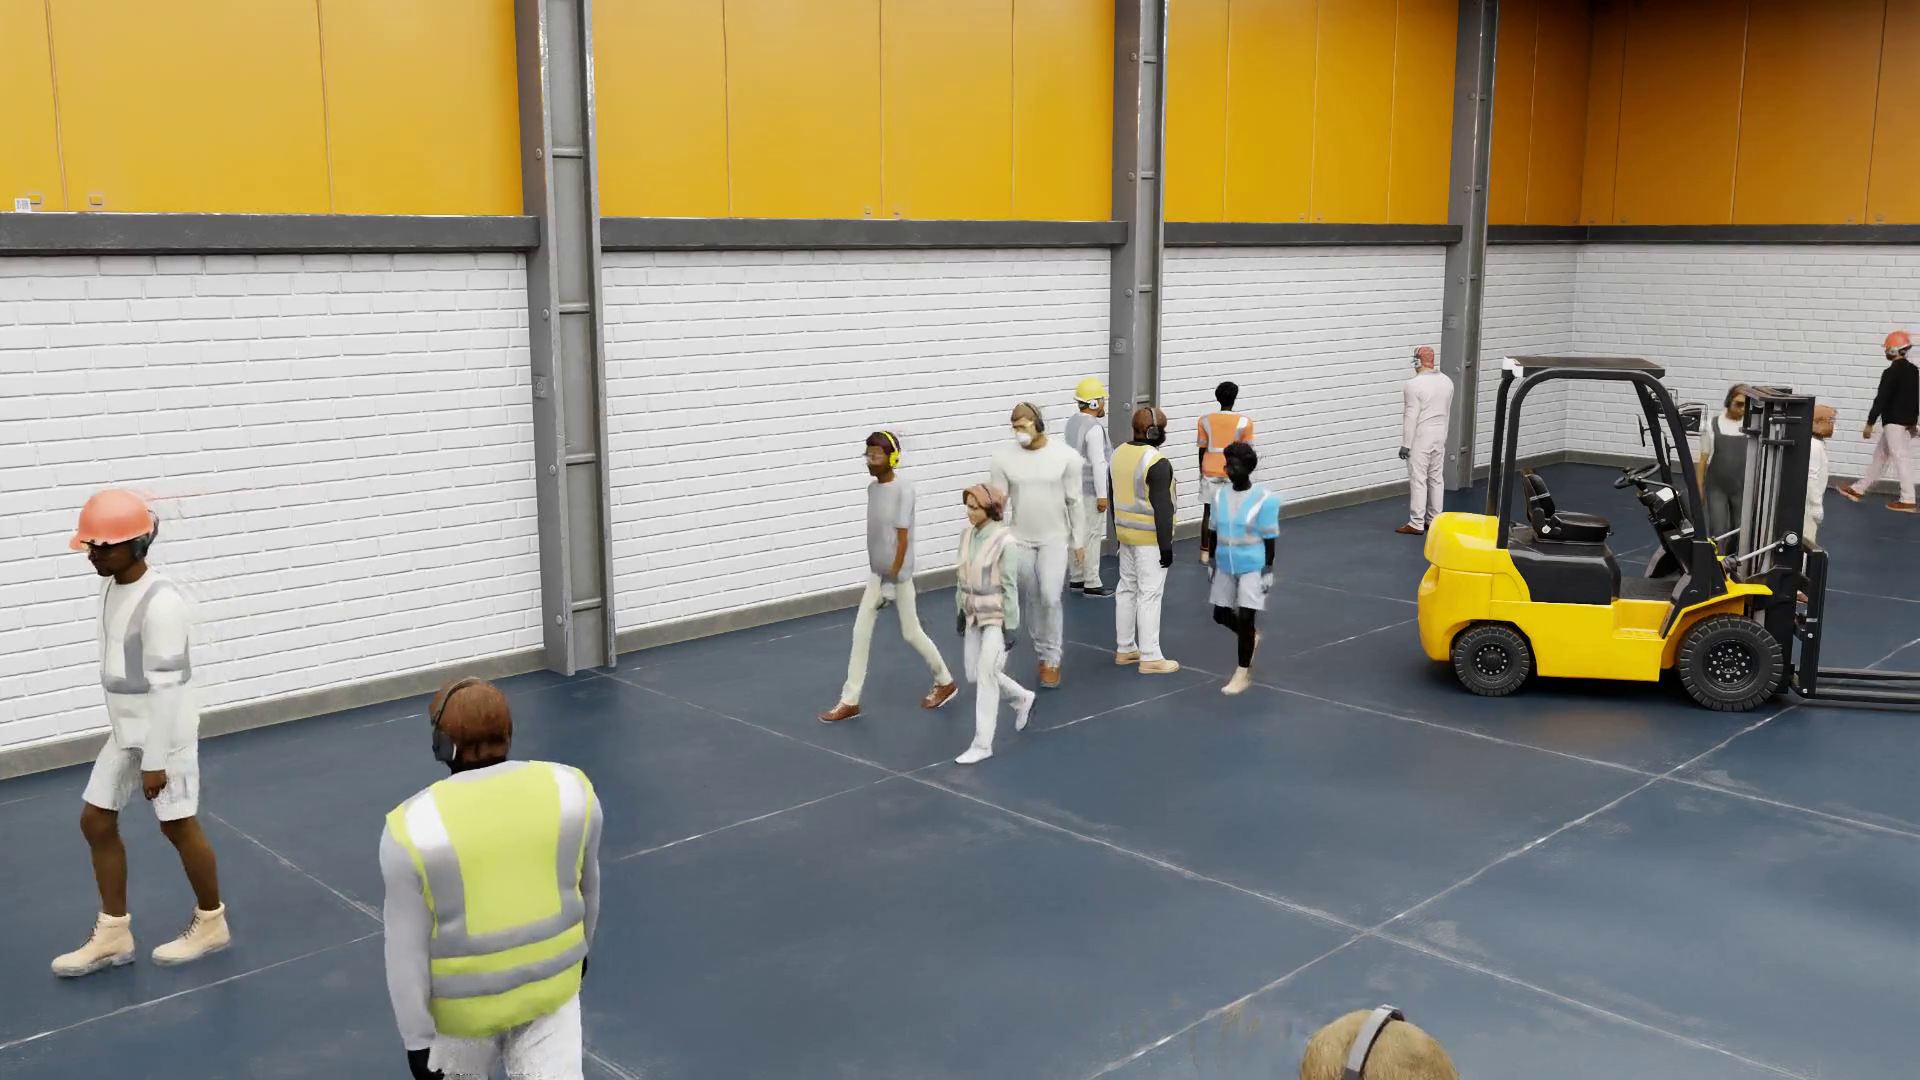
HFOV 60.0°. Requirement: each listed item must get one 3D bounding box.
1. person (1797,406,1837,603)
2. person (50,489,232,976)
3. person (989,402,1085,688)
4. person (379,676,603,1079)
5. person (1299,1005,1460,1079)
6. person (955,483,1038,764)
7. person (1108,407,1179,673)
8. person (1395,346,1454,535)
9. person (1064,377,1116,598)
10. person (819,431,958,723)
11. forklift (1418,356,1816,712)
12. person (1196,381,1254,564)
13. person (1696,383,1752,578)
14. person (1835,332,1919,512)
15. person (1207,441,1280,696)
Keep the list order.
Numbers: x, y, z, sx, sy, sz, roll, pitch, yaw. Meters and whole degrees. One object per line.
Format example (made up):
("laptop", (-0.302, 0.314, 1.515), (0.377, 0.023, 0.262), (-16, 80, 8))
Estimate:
("person", (7.009, -0.288, 13.680), (0.297, 1.625, 0.515), (5, 12, 26))
("person", (-3.375, 0.798, 6.671), (0.627, 2.010, 0.819), (9, 14, 42))
("person", (0.490, 0.039, 11.099), (0.644, 1.902, 0.761), (2, 11, 12))
("person", (-1.339, 1.258, 4.753), (0.648, 1.801, 0.926), (-7, 12, -32))
("person", (0.663, 1.617, 2.477), (0.875, 1.905, 0.665), (7, 12, 33))
("person", (0.219, 0.456, 9.616), (0.636, 1.613, 0.520), (-8, 13, -37))
("person", (1.288, -0.004, 11.512), (0.429, 1.840, 0.636), (-5, 12, -27))
("person", (4.663, -1.000, 16.788), (0.643, 1.901, 0.400), (-7, 13, -34))
("person", (1.092, -0.439, 13.893), (0.404, 1.837, 0.589), (-4, 11, -20))
("person", (-0.405, 0.215, 10.393), (0.934, 1.827, 0.508), (-9, 14, -40))
("forklift", (4.276, -0.101, 11.076), (2.313, 2.155, 1.214), (2, 11, 13))
("person", (2.419, -0.605, 15.209), (0.528, 1.691, 0.320), (3, 11, 18))
("person", (6.398, -0.419, 13.847), (0.527, 1.816, 0.623), (4, 11, 20))
("person", (10.173, -1.313, 18.339), (0.652, 1.946, 0.981), (-8, 13, -37))
("person", (1.902, 0.167, 11.016), (0.539, 1.673, 0.553), (9, 14, 40))
